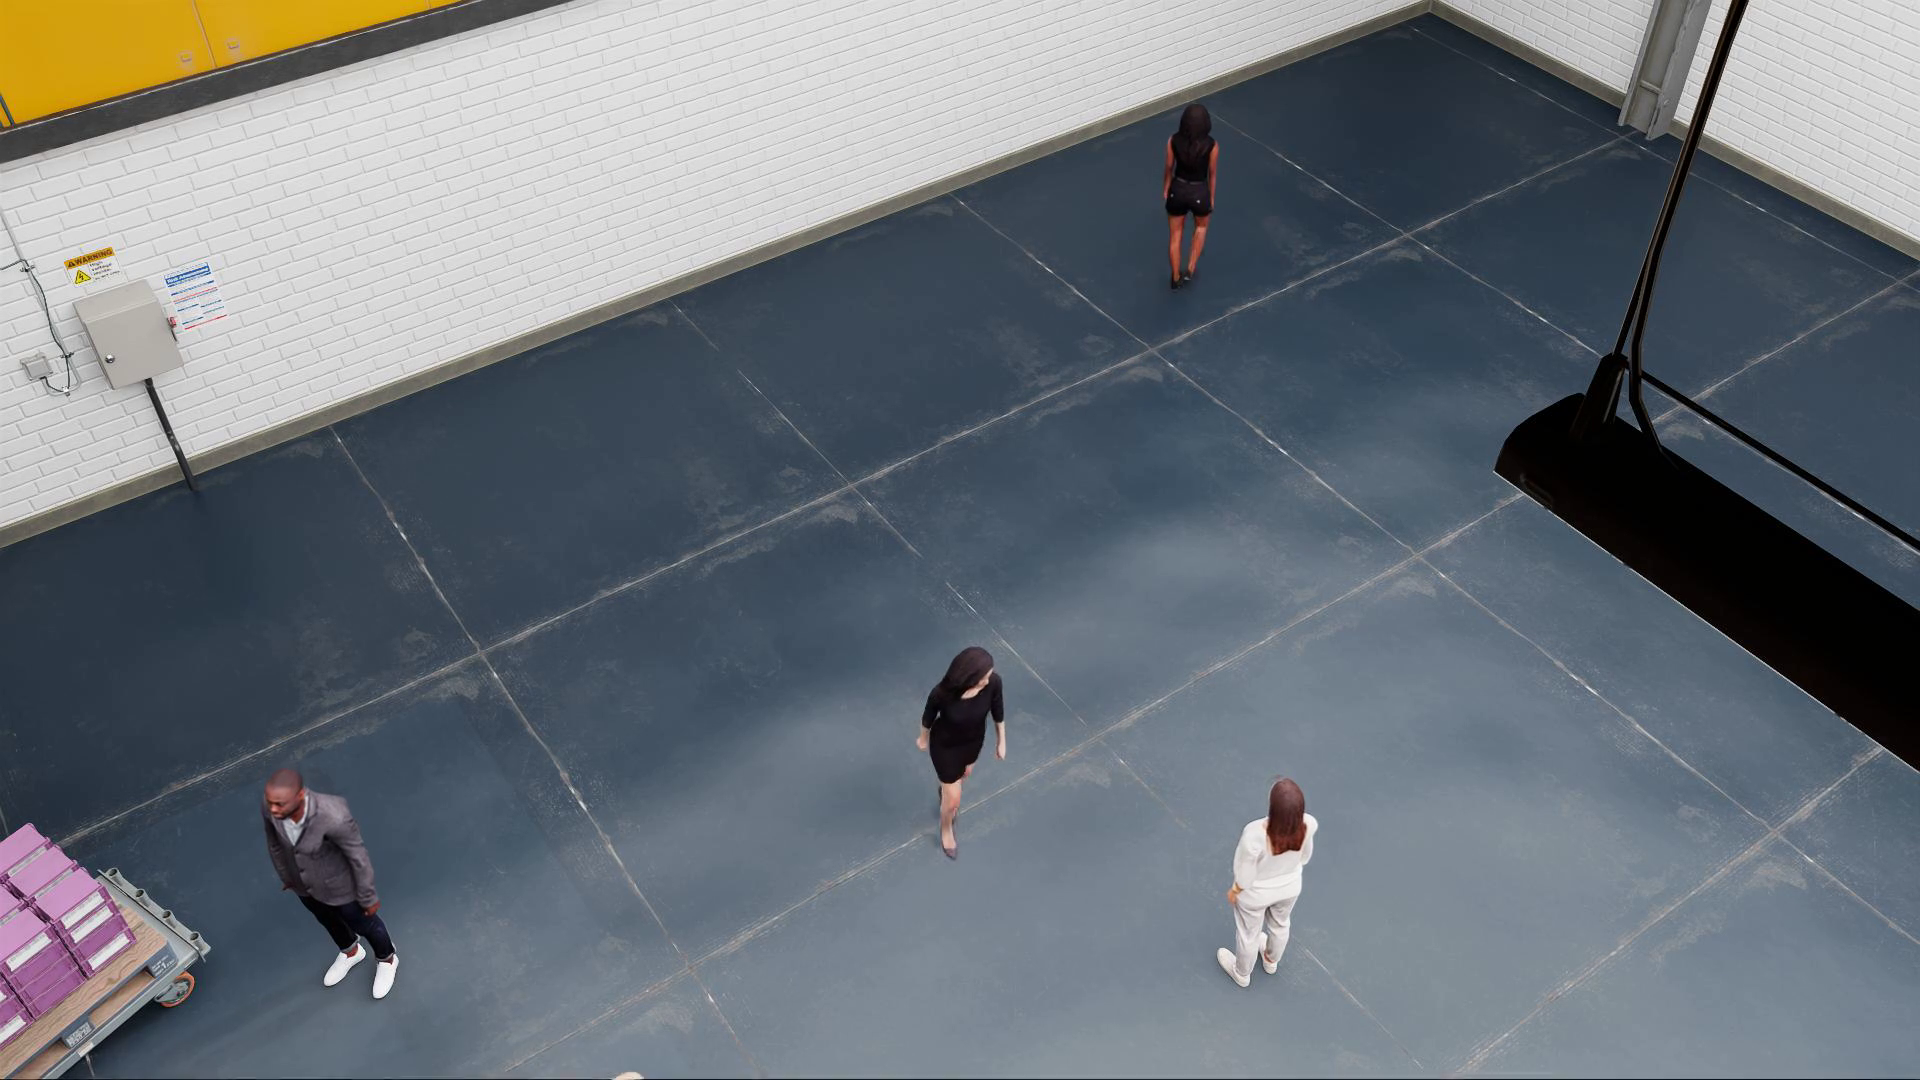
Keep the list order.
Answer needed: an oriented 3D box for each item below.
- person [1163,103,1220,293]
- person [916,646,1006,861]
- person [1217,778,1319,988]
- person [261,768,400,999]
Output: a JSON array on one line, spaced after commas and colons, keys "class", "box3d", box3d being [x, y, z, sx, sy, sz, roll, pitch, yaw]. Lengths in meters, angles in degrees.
[{"class": "person", "box3d": [1.892, -2.798, 13.859, 0.703, 1.733, 0.775, 11, 45, 11]}, {"class": "person", "box3d": [-0.051, 1.144, 9.694, 0.688, 1.770, 0.817, -11, 45, -11]}, {"class": "person", "box3d": [1.674, 1.855, 9.007, 0.641, 1.688, 0.607, -16, 46, -16]}, {"class": "person", "box3d": [-3.388, 1.818, 8.953, 0.769, 1.816, 0.869, 12, 45, 12]}]
